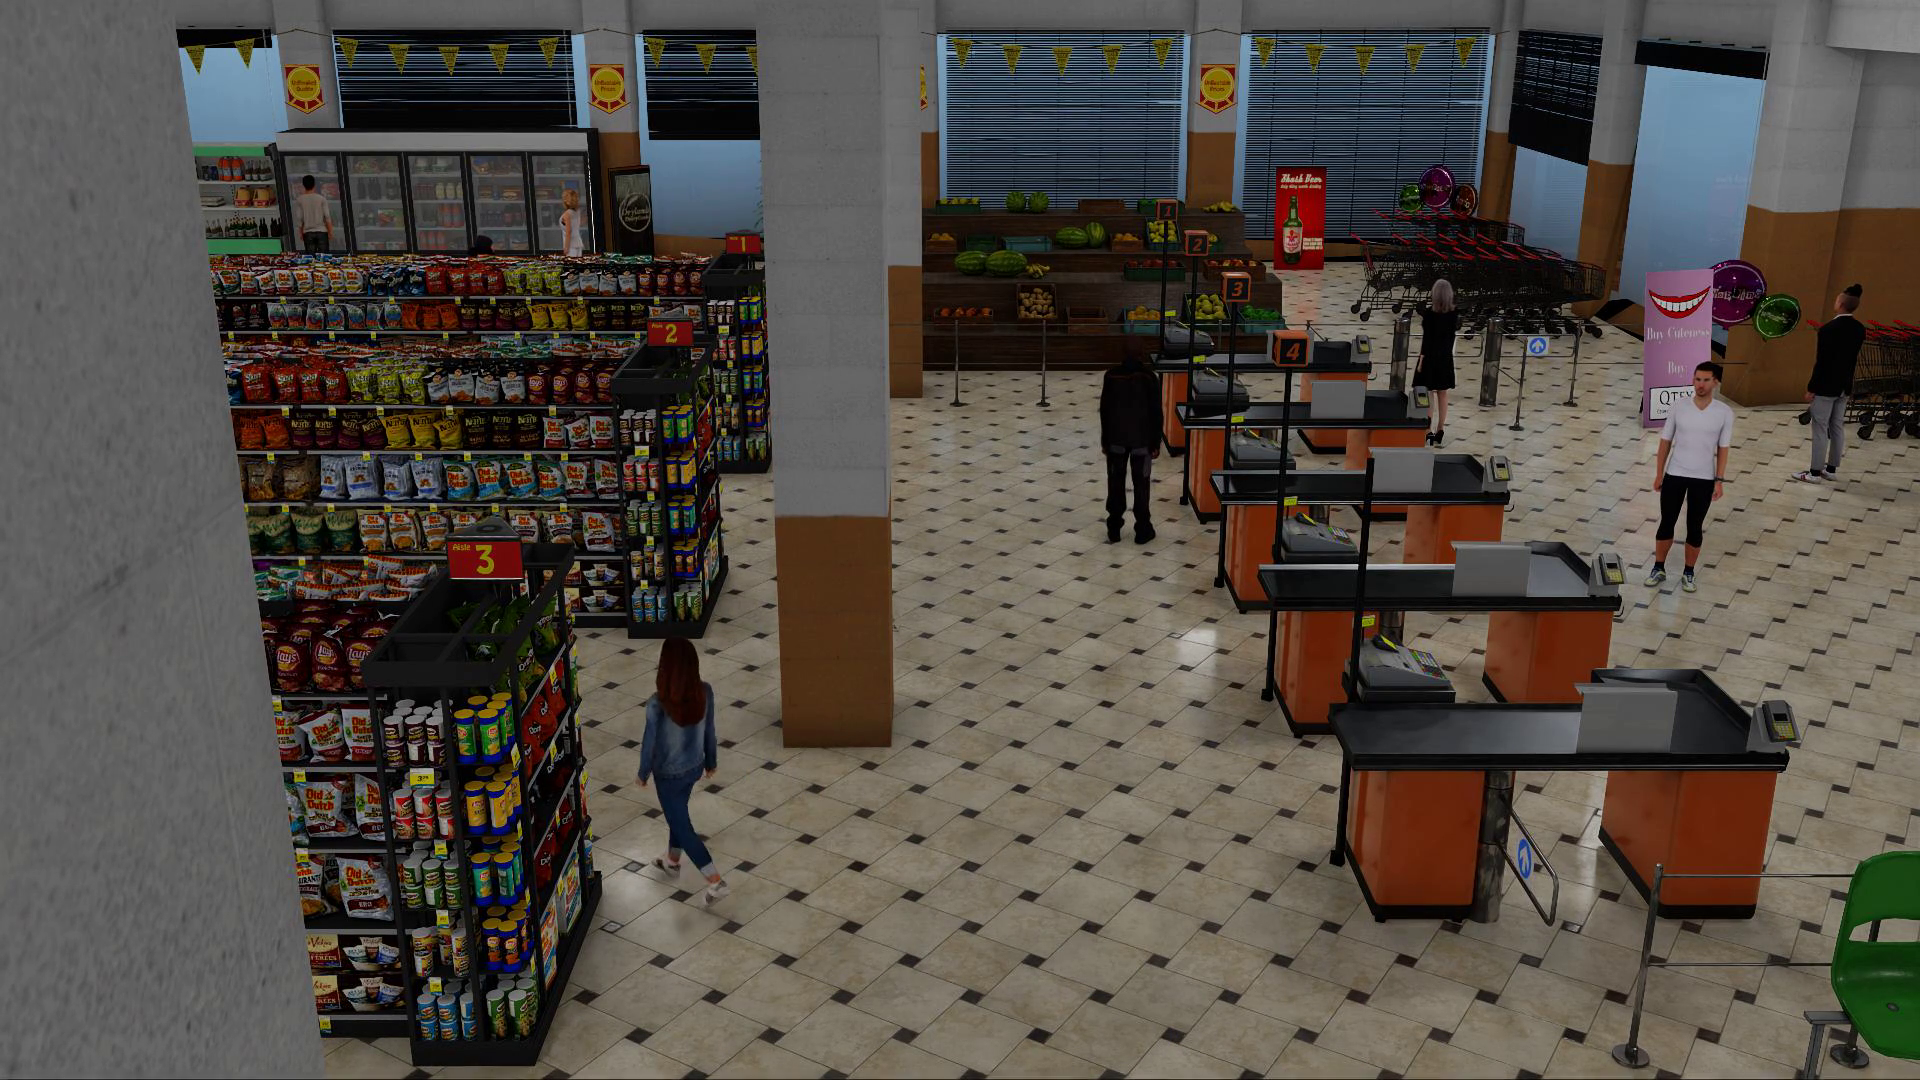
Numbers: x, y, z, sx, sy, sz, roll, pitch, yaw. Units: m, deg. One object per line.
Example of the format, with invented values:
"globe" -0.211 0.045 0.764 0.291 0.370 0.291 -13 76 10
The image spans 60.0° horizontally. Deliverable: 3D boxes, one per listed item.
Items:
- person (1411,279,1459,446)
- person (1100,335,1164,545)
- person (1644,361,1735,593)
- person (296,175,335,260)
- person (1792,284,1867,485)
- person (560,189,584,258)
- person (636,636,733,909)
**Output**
"person" 4.991 -1.872 17.463 0.628 1.746 0.741 -8 20 -22
"person" 1.466 -0.874 14.381 0.632 1.825 0.822 5 19 14
"person" 5.835 -0.522 13.295 0.682 1.851 0.816 10 21 26
"person" -10.087 -4.794 26.026 0.592 1.812 0.778 -6 19 -16
"person" 8.454 -1.518 16.095 0.690 1.950 0.854 -8 20 -22
"person" -5.921 -4.531 25.468 0.600 1.671 0.628 4 19 12
"person" -1.432 1.231 8.709 1.025 1.460 0.925 15 24 37
